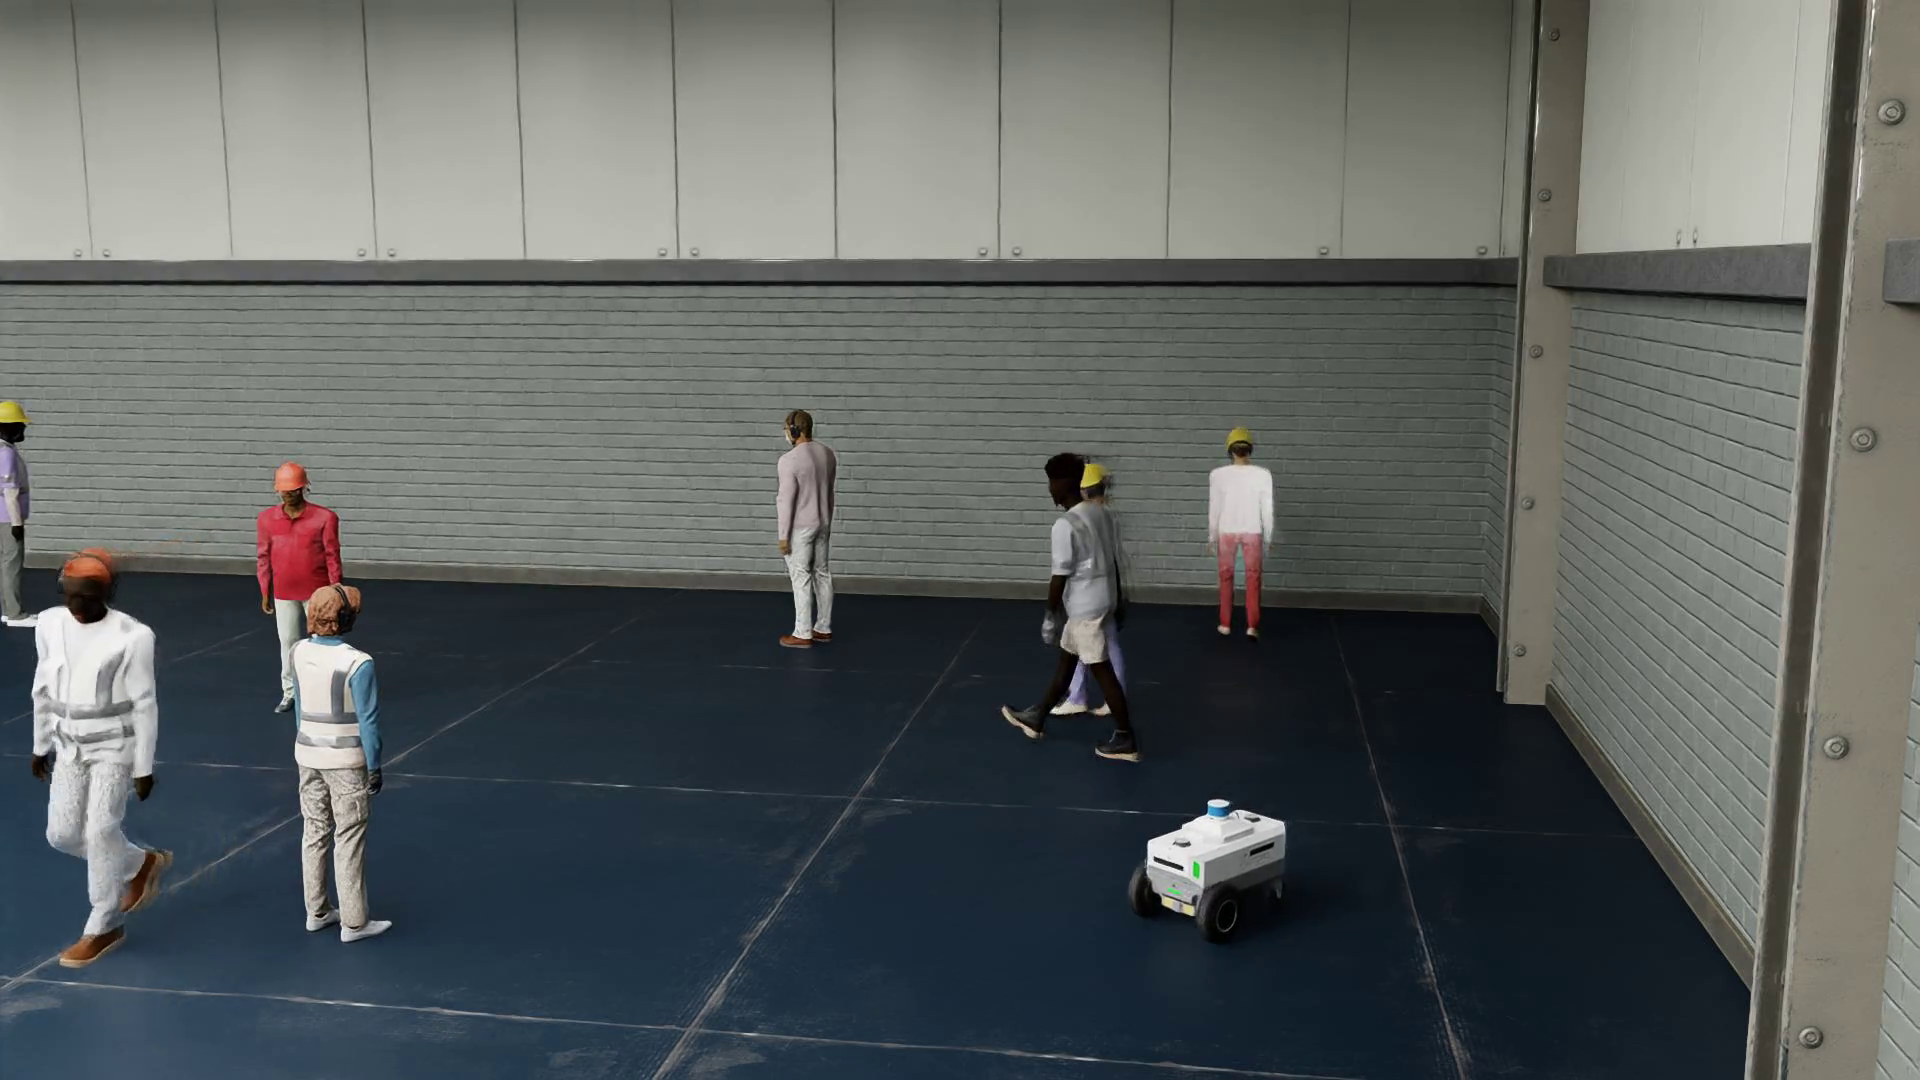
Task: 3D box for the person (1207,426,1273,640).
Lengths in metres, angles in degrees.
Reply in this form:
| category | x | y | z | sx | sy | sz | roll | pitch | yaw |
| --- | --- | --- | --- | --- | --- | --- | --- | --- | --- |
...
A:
| category | x | y | z | sx | sy | sz | roll | pitch | yaw |
| --- | --- | --- | --- | --- | --- | --- | --- | --- | --- |
| person | 2.307 | -0.056 | 13.747 | 0.529 | 1.780 | 0.360 | 2 | 9 | 10 |

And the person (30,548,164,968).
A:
| category | x | y | z | sx | sy | sz | roll | pitch | yaw |
| --- | --- | --- | --- | --- | --- | --- | --- | --- | --- |
| person | -3.772 | 0.923 | 7.365 | 0.658 | 1.855 | 0.554 | 3 | 10 | 16 |

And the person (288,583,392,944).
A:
| category | x | y | z | sx | sy | sz | roll | pitch | yaw |
| --- | --- | --- | --- | --- | --- | --- | --- | --- | --- |
| person | -2.824 | 1.008 | 7.547 | 0.509 | 1.629 | 0.317 | 5 | 10 | 26 |

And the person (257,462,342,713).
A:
| category | x | y | z | sx | sy | sz | roll | pitch | yaw |
| --- | --- | --- | --- | --- | --- | --- | --- | --- | --- |
| person | -4.522 | 0.331 | 11.379 | 0.568 | 1.744 | 0.358 | -1 | 9 | -3 |

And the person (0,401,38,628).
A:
| category | x | y | z | sx | sy | sz | roll | pitch | yaw |
| --- | --- | --- | --- | --- | --- | --- | --- | --- | --- |
| person | -8.077 | -0.219 | 14.194 | 0.386 | 1.928 | 0.589 | -7 | 11 | -35 |

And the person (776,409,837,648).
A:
| category | x | y | z | sx | sy | sz | roll | pitch | yaw |
| --- | --- | --- | --- | --- | --- | --- | --- | --- | --- |
| person | -1.244 | -0.085 | 13.388 | 0.376 | 1.930 | 0.631 | 7 | 11 | 35 |

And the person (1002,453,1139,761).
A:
| category | x | y | z | sx | sy | sz | roll | pitch | yaw |
| --- | --- | --- | --- | --- | --- | --- | --- | --- | --- |
| person | 0.695 | 0.405 | 10.401 | 1.025 | 1.902 | 0.625 | 5 | 10 | 27 |

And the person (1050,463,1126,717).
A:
| category | x | y | z | sx | sy | sz | roll | pitch | yaw |
| --- | --- | --- | --- | --- | --- | --- | --- | --- | --- |
| person | 0.854 | 0.345 | 11.274 | 0.632 | 1.741 | 0.544 | 3 | 10 | 16 |

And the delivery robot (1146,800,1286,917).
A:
| category | x | y | z | sx | sy | sz | roll | pitch | yaw |
| --- | --- | --- | --- | --- | --- | --- | --- | --- | --- |
| delivery robot | 1.204 | 1.459 | 7.778 | 0.707 | 0.478 | 0.477 | -8 | 13 | -42 |
